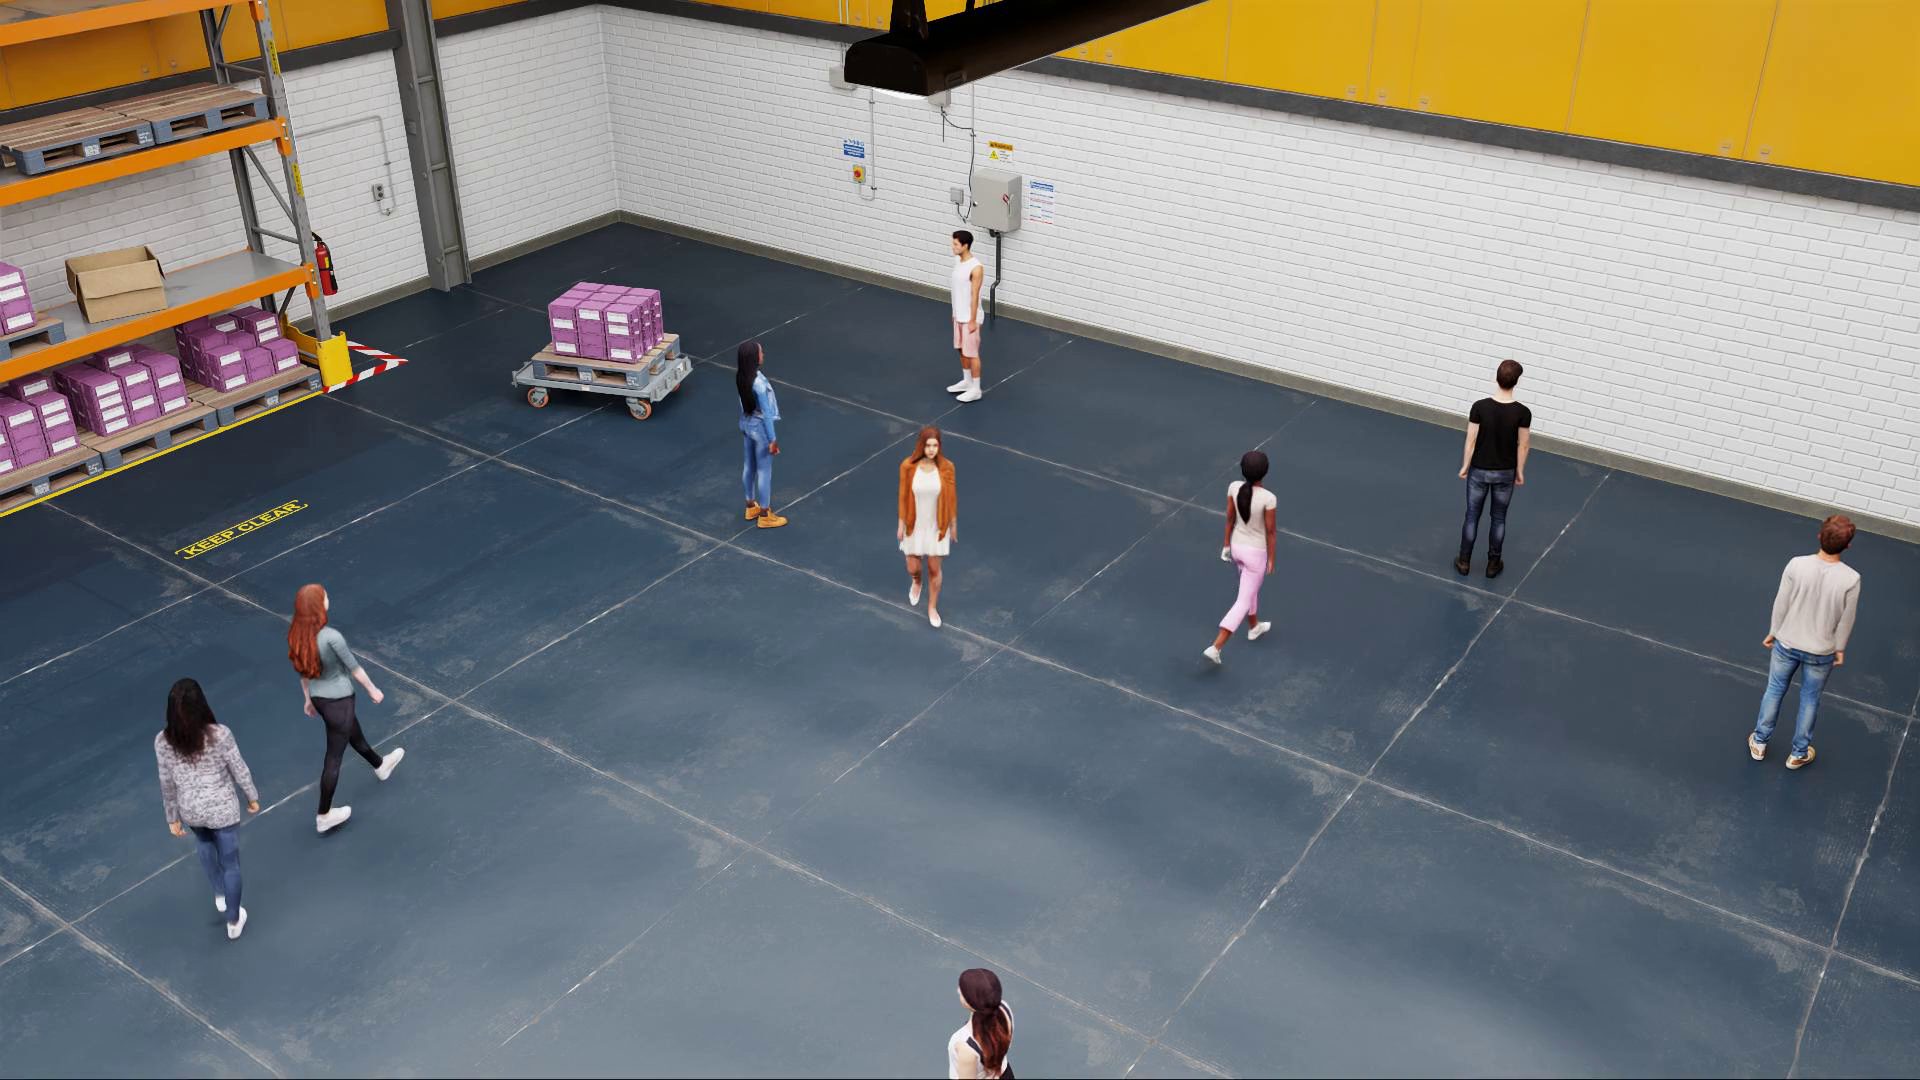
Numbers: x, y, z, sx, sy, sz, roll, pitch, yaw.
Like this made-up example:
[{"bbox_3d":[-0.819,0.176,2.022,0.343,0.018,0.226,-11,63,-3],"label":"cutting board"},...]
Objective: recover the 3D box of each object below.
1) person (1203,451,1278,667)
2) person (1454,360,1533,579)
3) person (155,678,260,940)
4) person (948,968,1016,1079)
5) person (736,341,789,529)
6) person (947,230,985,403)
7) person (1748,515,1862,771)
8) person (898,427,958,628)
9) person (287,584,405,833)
[{"bbox_3d":[2.129,0.155,12.541,1.184,1.709,0.724,-25,37,-38],"label":"person"},{"bbox_3d":[4.386,-0.578,13.688,0.731,1.897,0.690,8,30,15],"label":"person"},{"bbox_3d":[-4.449,1.642,9.810,0.811,1.714,0.871,-5,29,-10],"label":"person"},{"bbox_3d":[0.125,2.693,7.955,0.615,1.646,0.466,16,32,27],"label":"person"},{"bbox_3d":[-1.776,-0.931,14.527,0.629,1.713,0.662,-19,34,-30],"label":"person"},{"bbox_3d":[0.094,-2.301,16.970,0.745,1.780,0.738,-13,31,-22],"label":"person"},{"bbox_3d":[5.770,0.702,11.334,0.654,1.905,0.568,20,34,32],"label":"person"},{"bbox_3d":[-0.272,-0.153,13.108,0.822,1.707,0.888,-2,29,-3],"label":"person"},{"bbox_3d":[-4.099,1.124,10.780,0.634,1.695,1.082,15,32,25],"label":"person"}]
